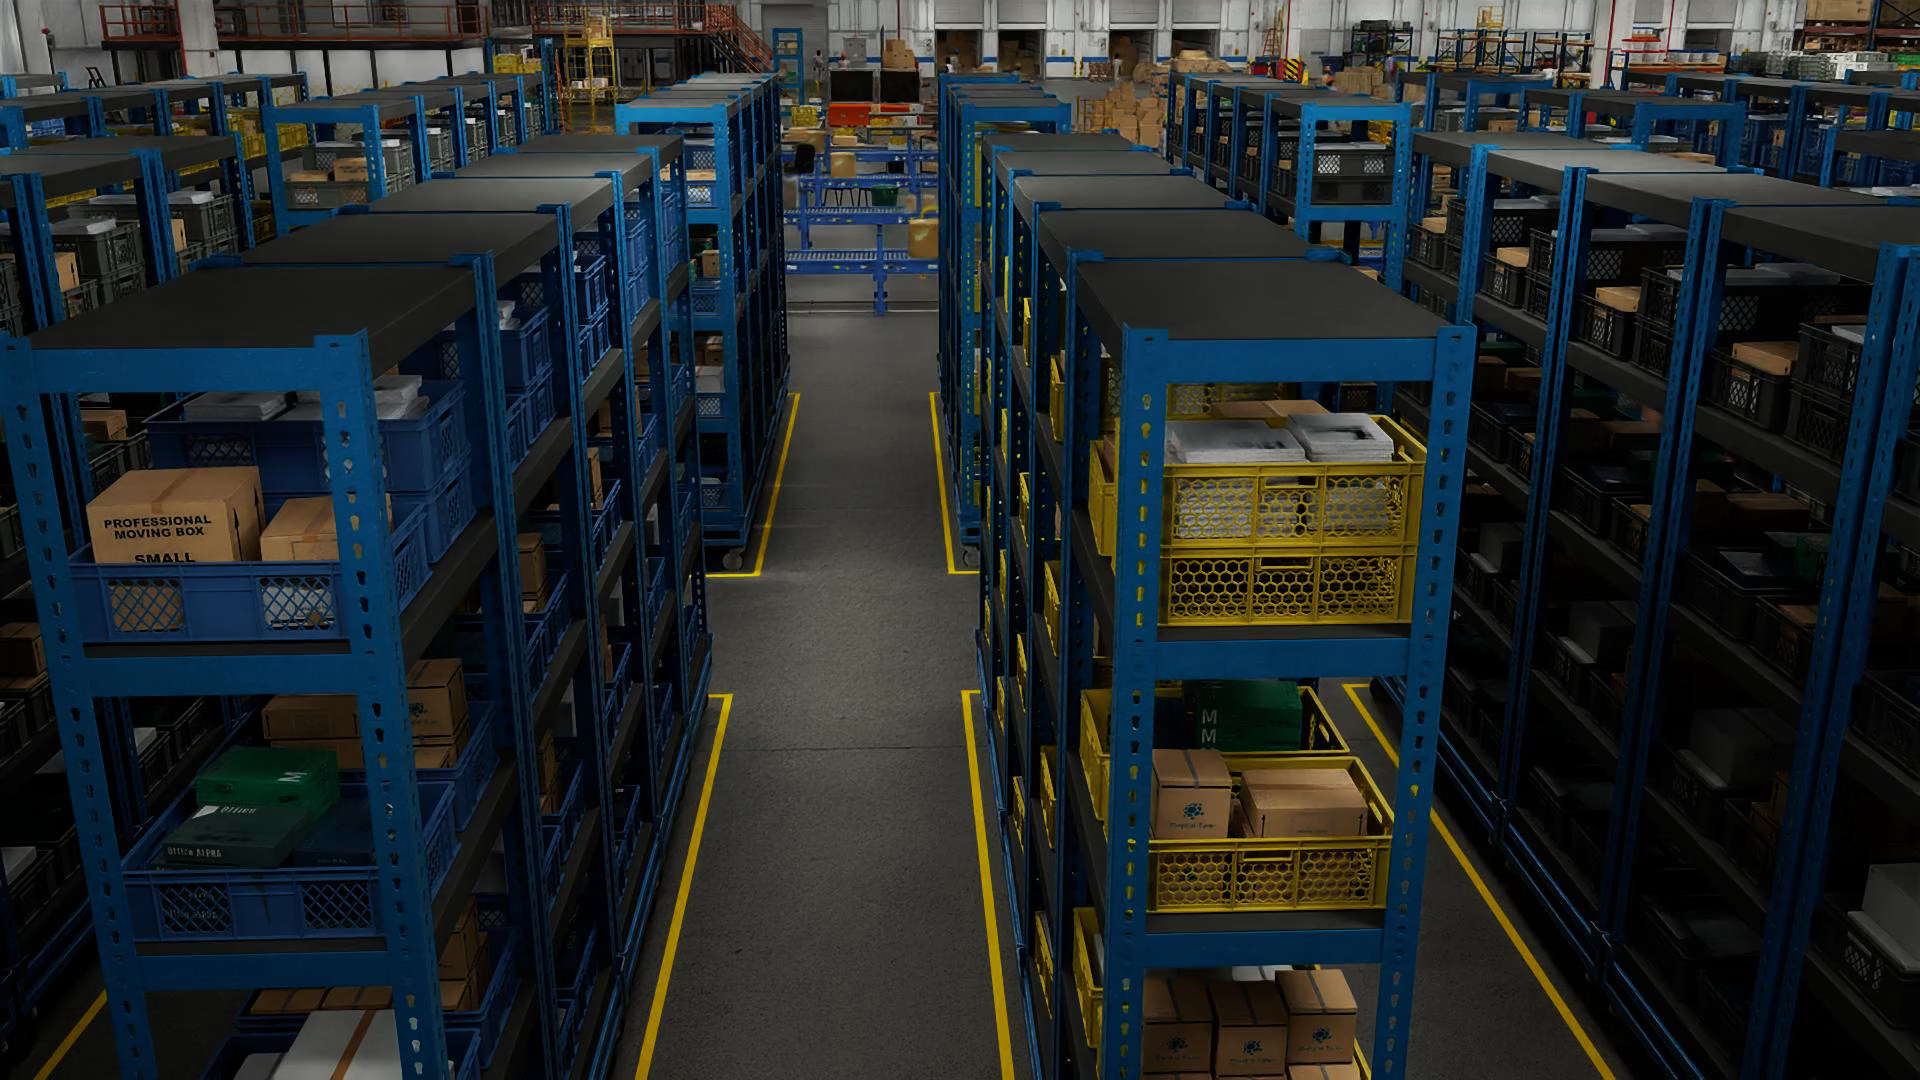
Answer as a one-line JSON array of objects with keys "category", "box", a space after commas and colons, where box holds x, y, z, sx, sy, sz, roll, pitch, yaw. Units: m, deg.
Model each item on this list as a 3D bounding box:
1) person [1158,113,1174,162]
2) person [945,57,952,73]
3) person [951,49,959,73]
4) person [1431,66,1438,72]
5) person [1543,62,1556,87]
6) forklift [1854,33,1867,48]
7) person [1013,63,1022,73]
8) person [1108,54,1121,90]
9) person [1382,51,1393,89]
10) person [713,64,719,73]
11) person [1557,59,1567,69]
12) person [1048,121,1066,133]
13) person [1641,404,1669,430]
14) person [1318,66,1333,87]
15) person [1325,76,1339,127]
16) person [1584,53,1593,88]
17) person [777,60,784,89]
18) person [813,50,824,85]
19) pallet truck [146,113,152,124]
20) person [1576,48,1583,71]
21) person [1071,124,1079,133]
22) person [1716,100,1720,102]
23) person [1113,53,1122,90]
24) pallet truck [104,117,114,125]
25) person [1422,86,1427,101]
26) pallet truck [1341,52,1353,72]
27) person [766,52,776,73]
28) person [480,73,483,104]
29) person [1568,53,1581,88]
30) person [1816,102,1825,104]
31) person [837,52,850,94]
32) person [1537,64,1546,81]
[{"category": "person", "box": [4.845, -9.062, 38.980, 0.404, 1.835, 0.587, 8, 20, 24]}, {"category": "person", "box": [-0.542, -21.224, 76.502, 0.416, 1.912, 0.596, 6, 19, 19]}, {"category": "person", "box": [-0.374, -25.726, 90.421, 0.723, 1.922, 0.624, -1, 18, -2]}, {"category": "person", "box": [18.227, -17.317, 64.317, 0.365, 1.963, 0.610, -3, 18, -9]}, {"category": "person", "box": [25.429, -19.701, 71.862, 0.685, 1.856, 0.566, 3, 18, 8]}, {"category": "forklift", "box": [45.252, -24.022, 83.600, 1.873, 2.768, 1.129, -10, 21, -29]}, {"category": "person", "box": [2.564, -20.394, 74.214, 0.505, 1.724, 0.410, -14, 22, -36]}, {"category": "person", "box": [7.892, -23.759, 84.497, 0.945, 1.806, 0.545, 14, 23, 37]}, {"category": "person", "box": [22.306, -24.541, 86.813, 0.624, 1.872, 0.993, -17, 24, -41]}, {"category": "person", "box": [-10.030, -18.554, 68.256, 0.593, 1.904, 0.446, 12, 22, 33]}, {"category": "person", "box": [32.528, -25.403, 89.801, 0.756, 1.667, 0.547, -13, 22, -35]}, {"category": "person", "box": [2.412, -9.330, 39.590, 0.632, 1.992, 1.029, 11, 21, 30]}, {"category": "person", "box": [5.286, -0.616, 12.634, 0.569, 1.962, 0.623, -4, 18, -12]}, {"category": "person", "box": [14.461, -17.800, 65.887, 0.565, 1.918, 0.637, 4, 18, 12]}, {"category": "person", "box": [12.764, -14.993, 57.275, 1.023, 1.884, 0.546, -2, 18, -7]}, {"category": "person", "box": [30.017, -22.237, 79.419, 0.950, 2.000, 0.704, 7, 19, 21]}, {"category": "person", "box": [-9.378, -24.245, 85.941, 0.890, 1.845, 0.577, 16, 24, 40]}, {"category": "person", "box": [-7.678, -25.710, 90.483, 0.629, 1.846, 0.429, -11, 21, -31]}, {"category": "pallet truck", "box": [-18.087, -8.309, 36.390, 1.885, 1.965, 0.823, -1, 18, -4]}, {"category": "person", "box": [34.100, -26.097, 91.545, 0.589, 1.927, 0.387, -7, 19, -19]}, {"category": "person", "box": [2.347, -7.750, 34.829, 0.650, 1.883, 0.793, 3, 18, 9]}, {"category": "person", "box": [22.108, -12.107, 48.785, 0.518, 1.616, 0.729, -2, 18, -7]}, {"category": "person", "box": [8.068, -24.031, 85.327, 0.450, 1.819, 0.640, 4, 18, 11]}, {"category": "pallet truck", "box": [-18.367, -7.885, 35.078, 1.885, 1.965, 0.823, 1, 18, 2]}, {"category": "person", "box": [16.998, -16.101, 60.898, 0.692, 1.745, 0.526, 2, 18, 6]}, {"category": "pallet truck", "box": [18.794, -23.123, 82.231, 0.823, 1.965, 1.885, -13, 22, -35]}, {"category": "person", "box": [-9.539, -23.741, 84.271, 0.554, 1.916, 0.481, -7, 19, -22]}, {"category": "person", "box": [-17.338, -15.995, 60.417, 0.506, 1.846, 0.346, -15, 23, -39]}, {"category": "person", "box": [30.533, -23.182, 82.544, 0.636, 1.922, 0.525, -15, 23, -39]}, {"category": "person", "box": [21.968, -10.316, 42.699, 0.551, 1.935, 0.370, 6, 19, 18]}, {"category": "person", "box": [-5.703, -22.887, 81.532, 0.620, 1.978, 0.532, 1, 18, 4]}, {"category": "person", "box": [24.145, -18.844, 69.220, 0.516, 1.860, 0.325, -8, 20, -23]}]
